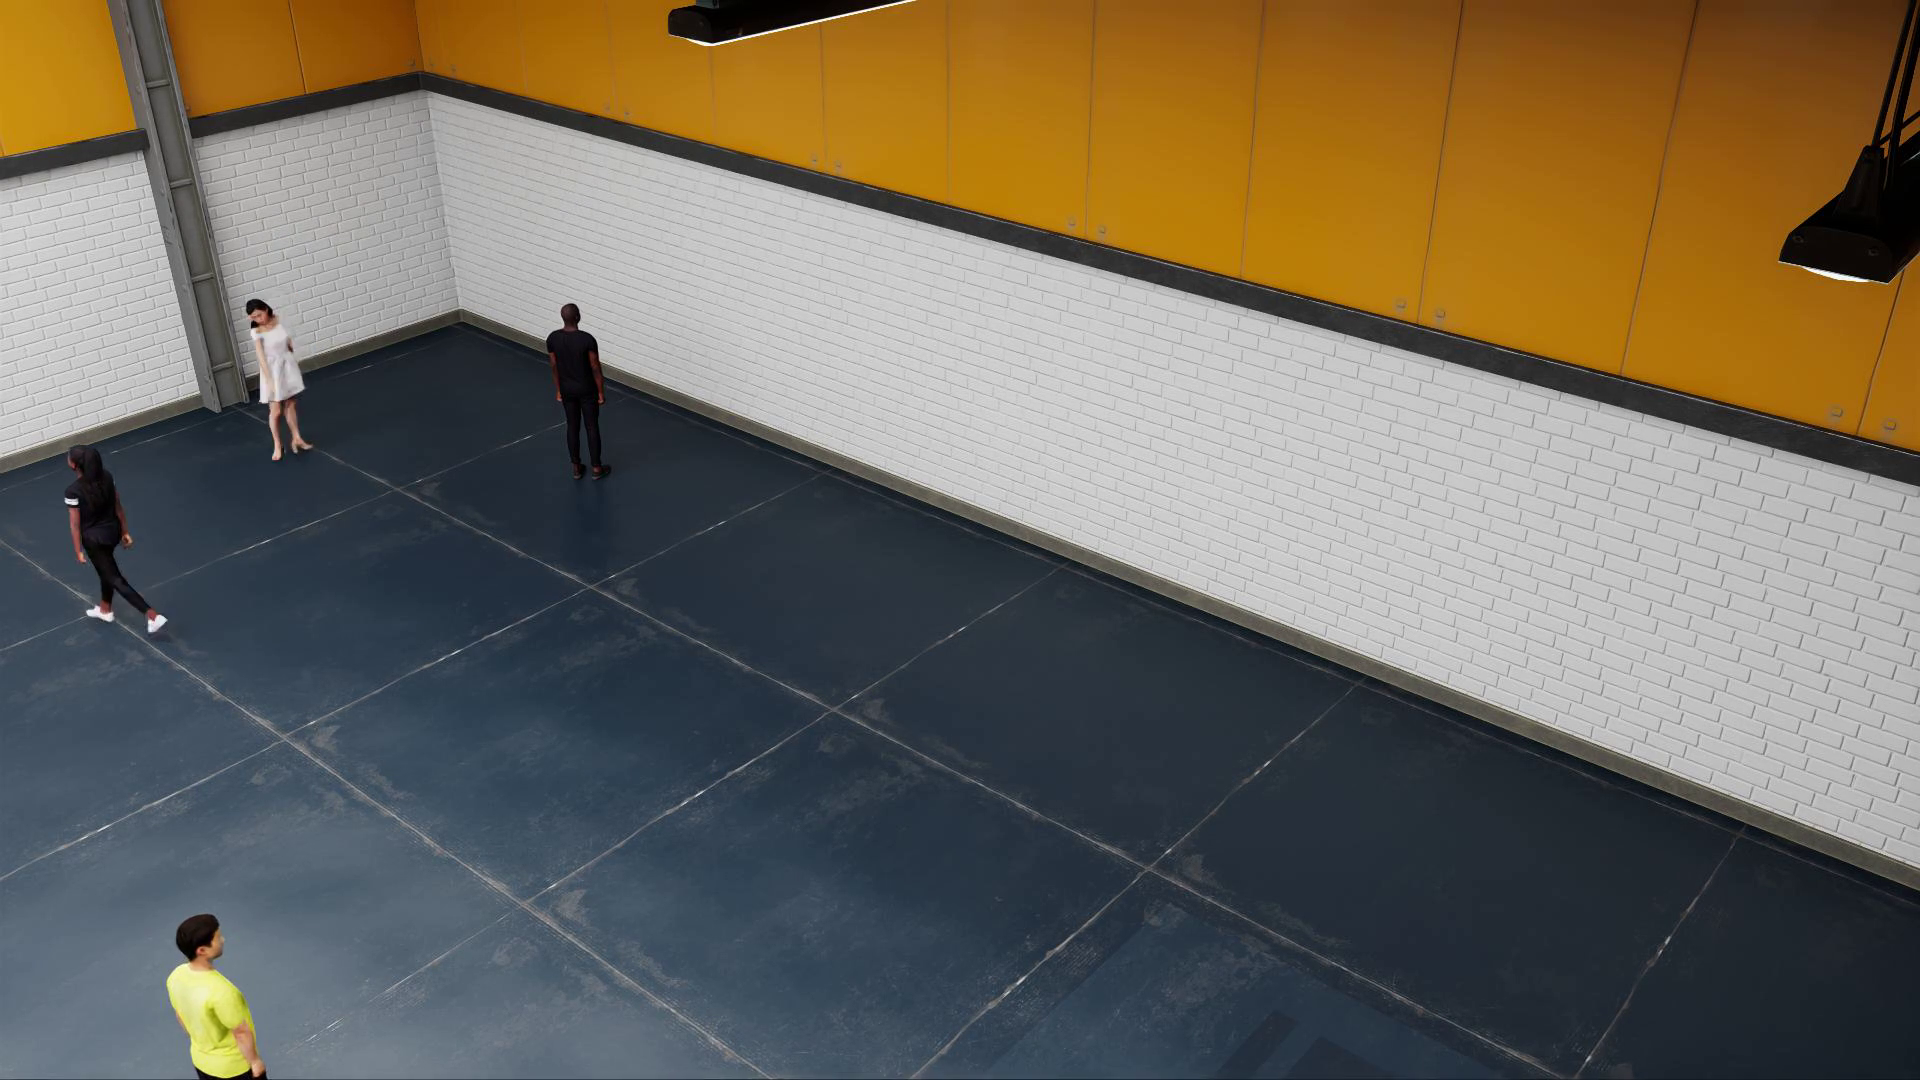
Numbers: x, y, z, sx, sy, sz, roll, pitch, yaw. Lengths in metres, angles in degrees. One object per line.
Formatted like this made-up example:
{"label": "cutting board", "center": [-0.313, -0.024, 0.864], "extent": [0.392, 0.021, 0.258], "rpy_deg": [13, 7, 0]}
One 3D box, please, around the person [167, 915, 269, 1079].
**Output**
{"label": "person", "center": [-3.919, 2.716, 8.843], "extent": [0.668, 1.706, 0.617], "rpy_deg": [13, 31, 22]}

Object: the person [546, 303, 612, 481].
{"label": "person", "center": [-3.760, -1.465, 16.390], "extent": [0.746, 1.819, 0.740], "rpy_deg": [4, 29, 8]}

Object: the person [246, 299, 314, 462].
{"label": "person", "center": [-6.860, -1.674, 16.847], "extent": [0.846, 1.748, 0.681], "rpy_deg": [4, 29, 7]}

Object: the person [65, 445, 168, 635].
{"label": "person", "center": [-7.039, 0.030, 13.779], "extent": [0.949, 1.694, 1.179], "rpy_deg": [10, 30, 18]}
